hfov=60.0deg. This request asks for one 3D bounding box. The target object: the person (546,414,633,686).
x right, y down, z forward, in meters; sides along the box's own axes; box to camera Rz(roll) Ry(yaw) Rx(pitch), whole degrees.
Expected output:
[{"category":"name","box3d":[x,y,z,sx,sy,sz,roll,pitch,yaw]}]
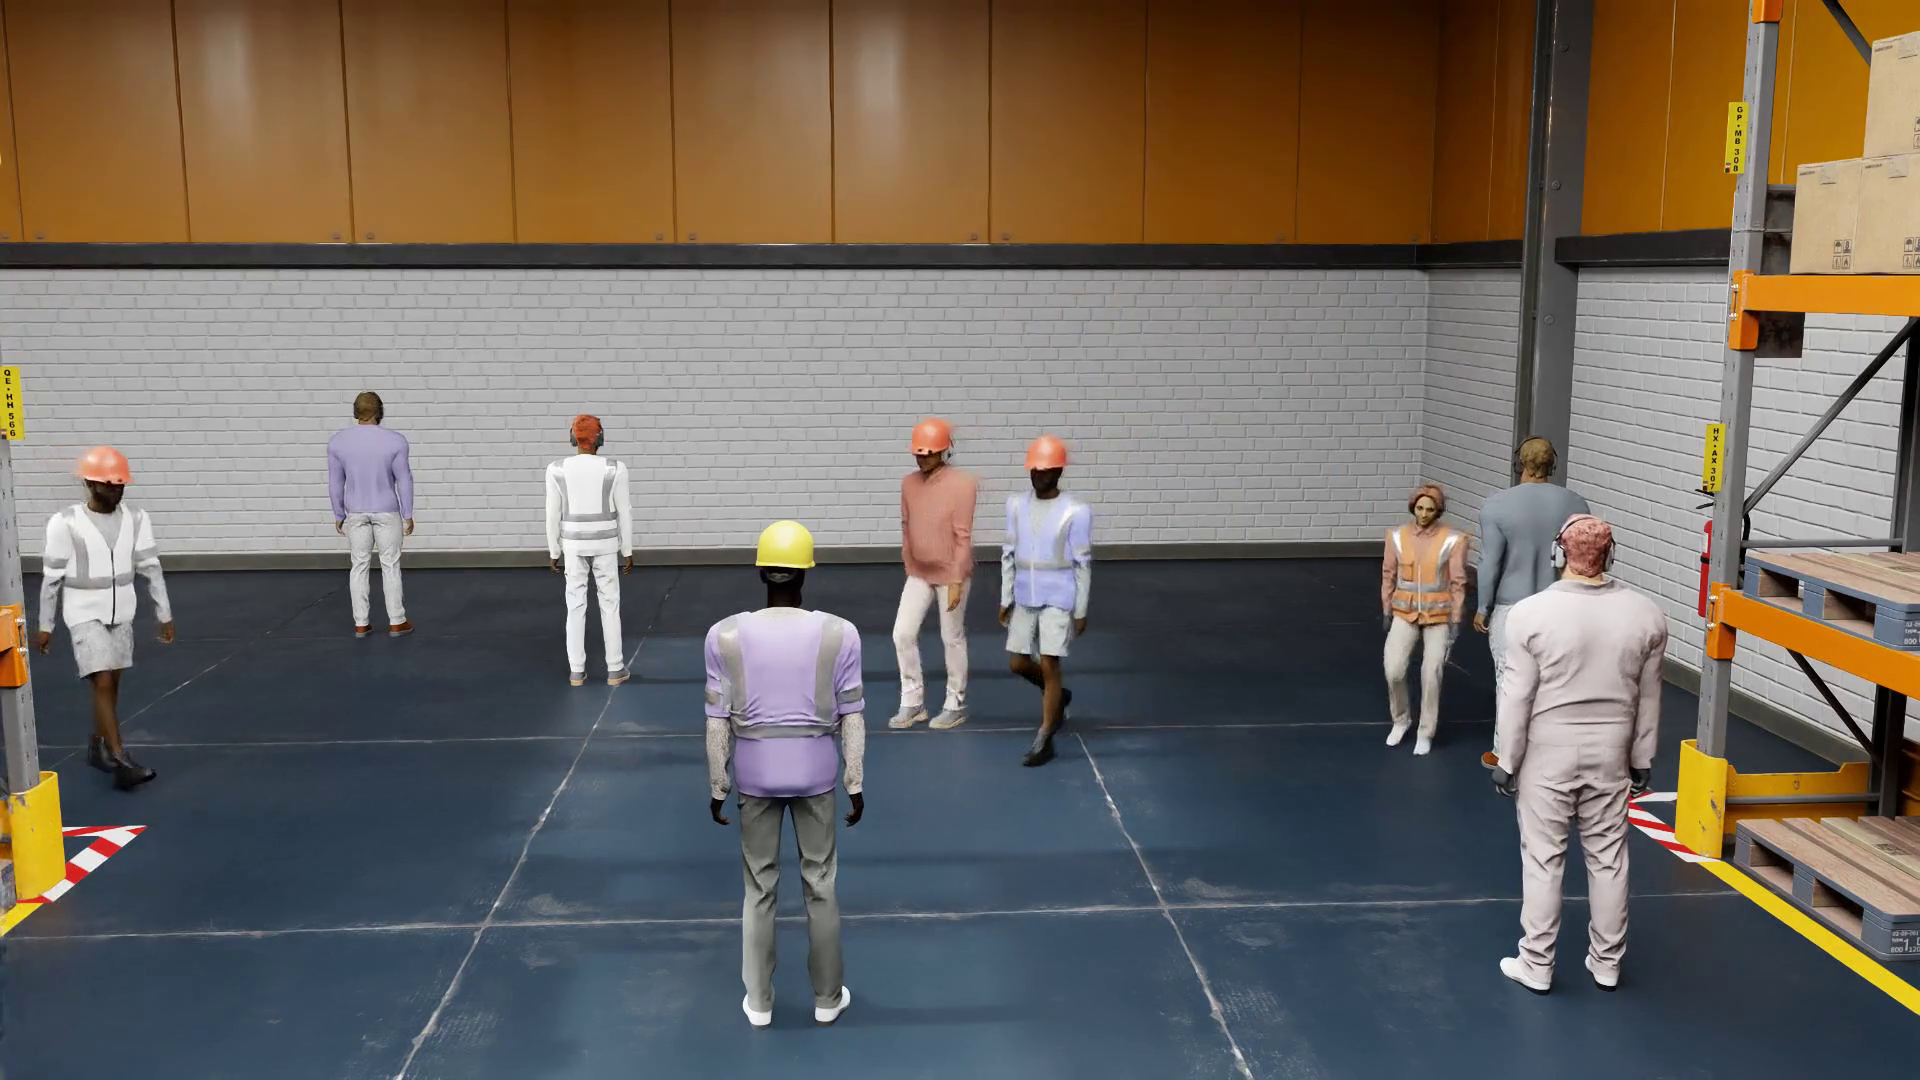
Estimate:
[{"category":"person","box3d":[-2.551,0.072,11.496,0.583,1.882,0.337,-1,9,-4]}]

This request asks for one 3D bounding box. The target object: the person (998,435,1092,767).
[{"category":"person","box3d":[0.520,0.333,9.736,0.558,1.926,0.630,6,11,32]}]

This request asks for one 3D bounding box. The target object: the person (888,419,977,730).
[{"category":"person","box3d":[-0.191,0.232,10.266,0.607,1.959,0.663,6,11,34]}]

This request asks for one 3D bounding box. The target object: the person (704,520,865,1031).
[{"category":"person","box3d":[-0.654,0.884,6.268,0.593,1.924,0.381,-1,9,-4]}]

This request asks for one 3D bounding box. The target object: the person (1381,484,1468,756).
[{"category":"person","box3d":[2.722,0.474,9.810,0.512,1.621,0.374,5,10,29]}]

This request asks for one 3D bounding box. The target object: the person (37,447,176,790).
[{"category":"person","box3d":[-4.706,0.430,9.233,0.944,1.887,0.602,6,11,34]}]

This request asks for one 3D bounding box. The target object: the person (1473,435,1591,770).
[{"category":"person","box3d":[3.223,0.375,9.425,0.635,1.937,0.353,-1,9,-4]}]

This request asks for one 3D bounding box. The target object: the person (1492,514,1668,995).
[{"category":"person","box3d":[2.419,0.844,6.577,0.651,1.906,0.403,-1,9,-4]}]

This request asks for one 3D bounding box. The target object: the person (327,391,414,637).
[{"category":"person","box3d":[-4.596,-0.199,13.030,0.635,1.936,0.353,-1,9,-4]}]
